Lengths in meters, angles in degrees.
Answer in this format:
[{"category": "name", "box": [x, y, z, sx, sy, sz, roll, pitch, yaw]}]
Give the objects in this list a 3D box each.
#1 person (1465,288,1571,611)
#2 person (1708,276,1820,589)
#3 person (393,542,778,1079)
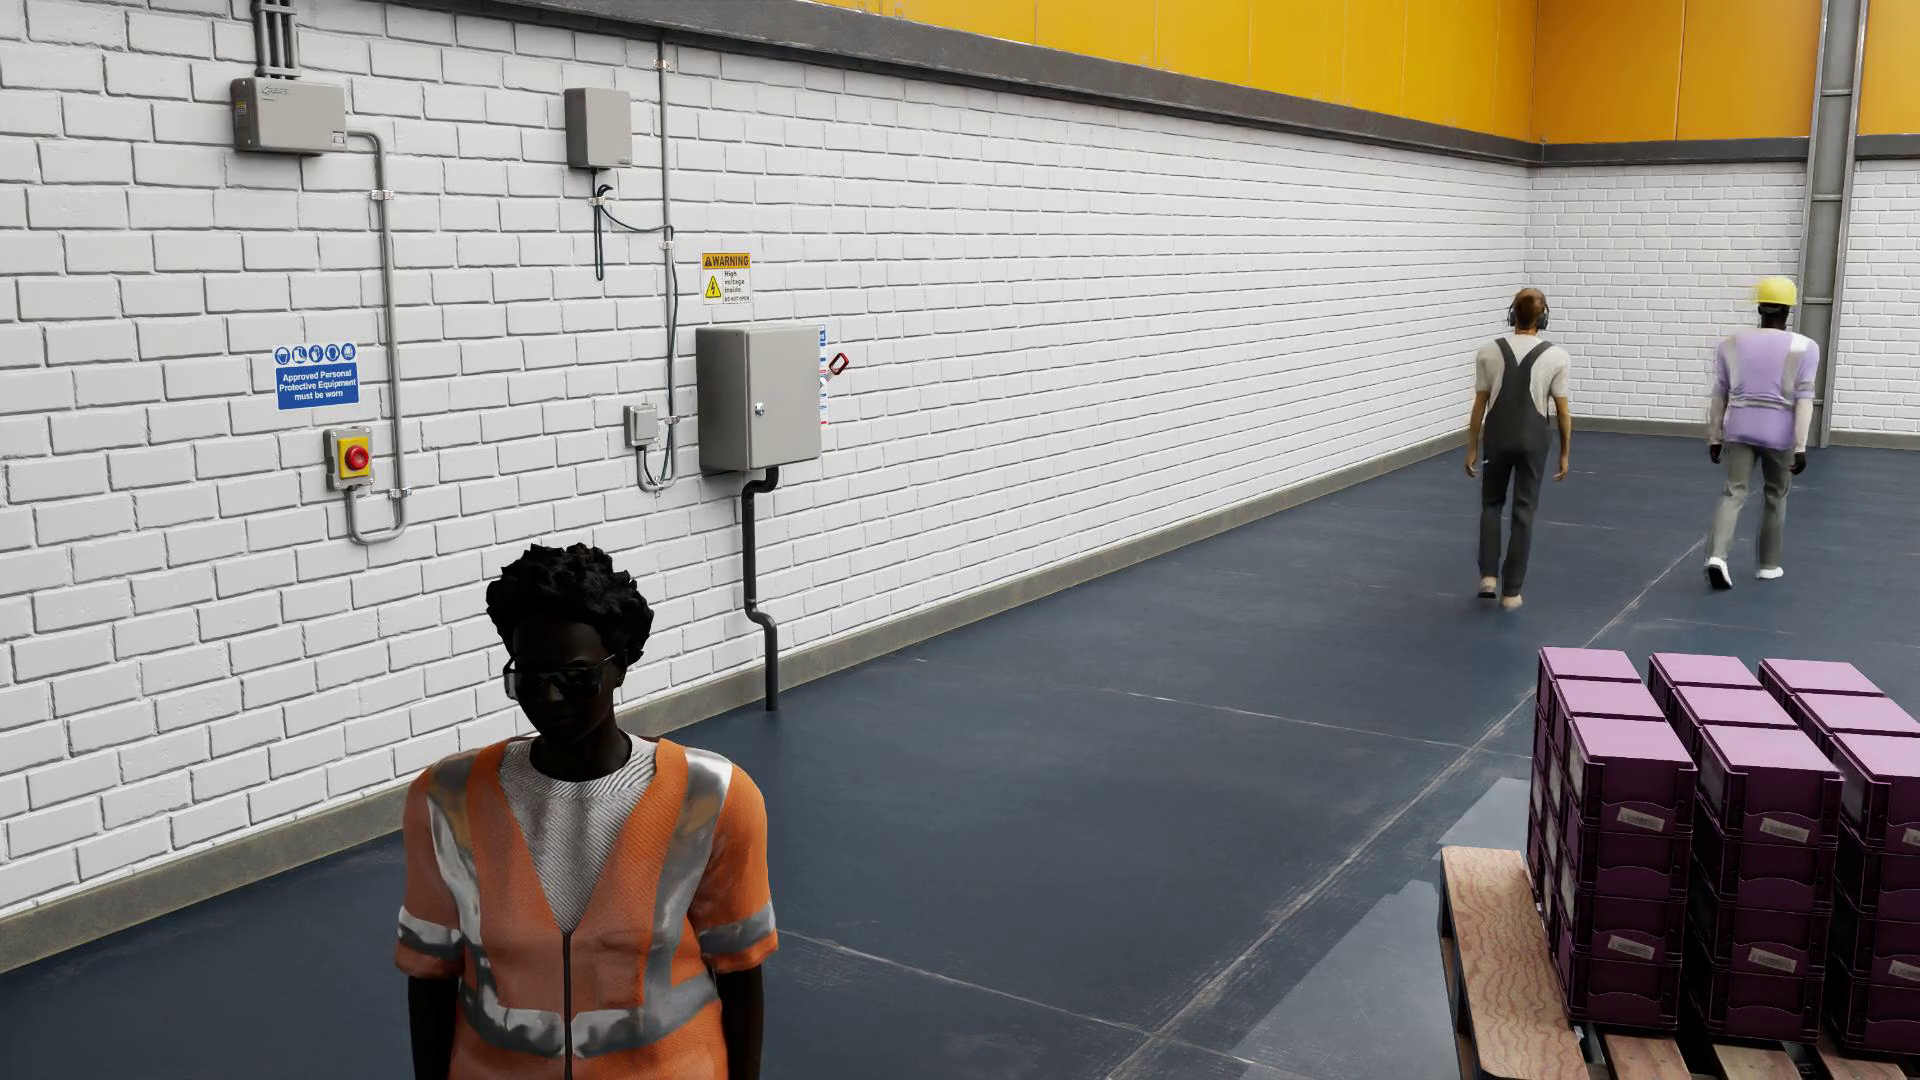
[{"category": "person", "box": [3.180, -0.508, 9.460, 0.555, 1.832, 0.452, 5, 11, 26]}, {"category": "person", "box": [4.825, -0.646, 10.068, 0.596, 1.896, 0.921, 9, 14, 41]}, {"category": "person", "box": [-0.528, 0.837, 2.382, 0.539, 1.696, 0.317, -1, 10, -3]}]
